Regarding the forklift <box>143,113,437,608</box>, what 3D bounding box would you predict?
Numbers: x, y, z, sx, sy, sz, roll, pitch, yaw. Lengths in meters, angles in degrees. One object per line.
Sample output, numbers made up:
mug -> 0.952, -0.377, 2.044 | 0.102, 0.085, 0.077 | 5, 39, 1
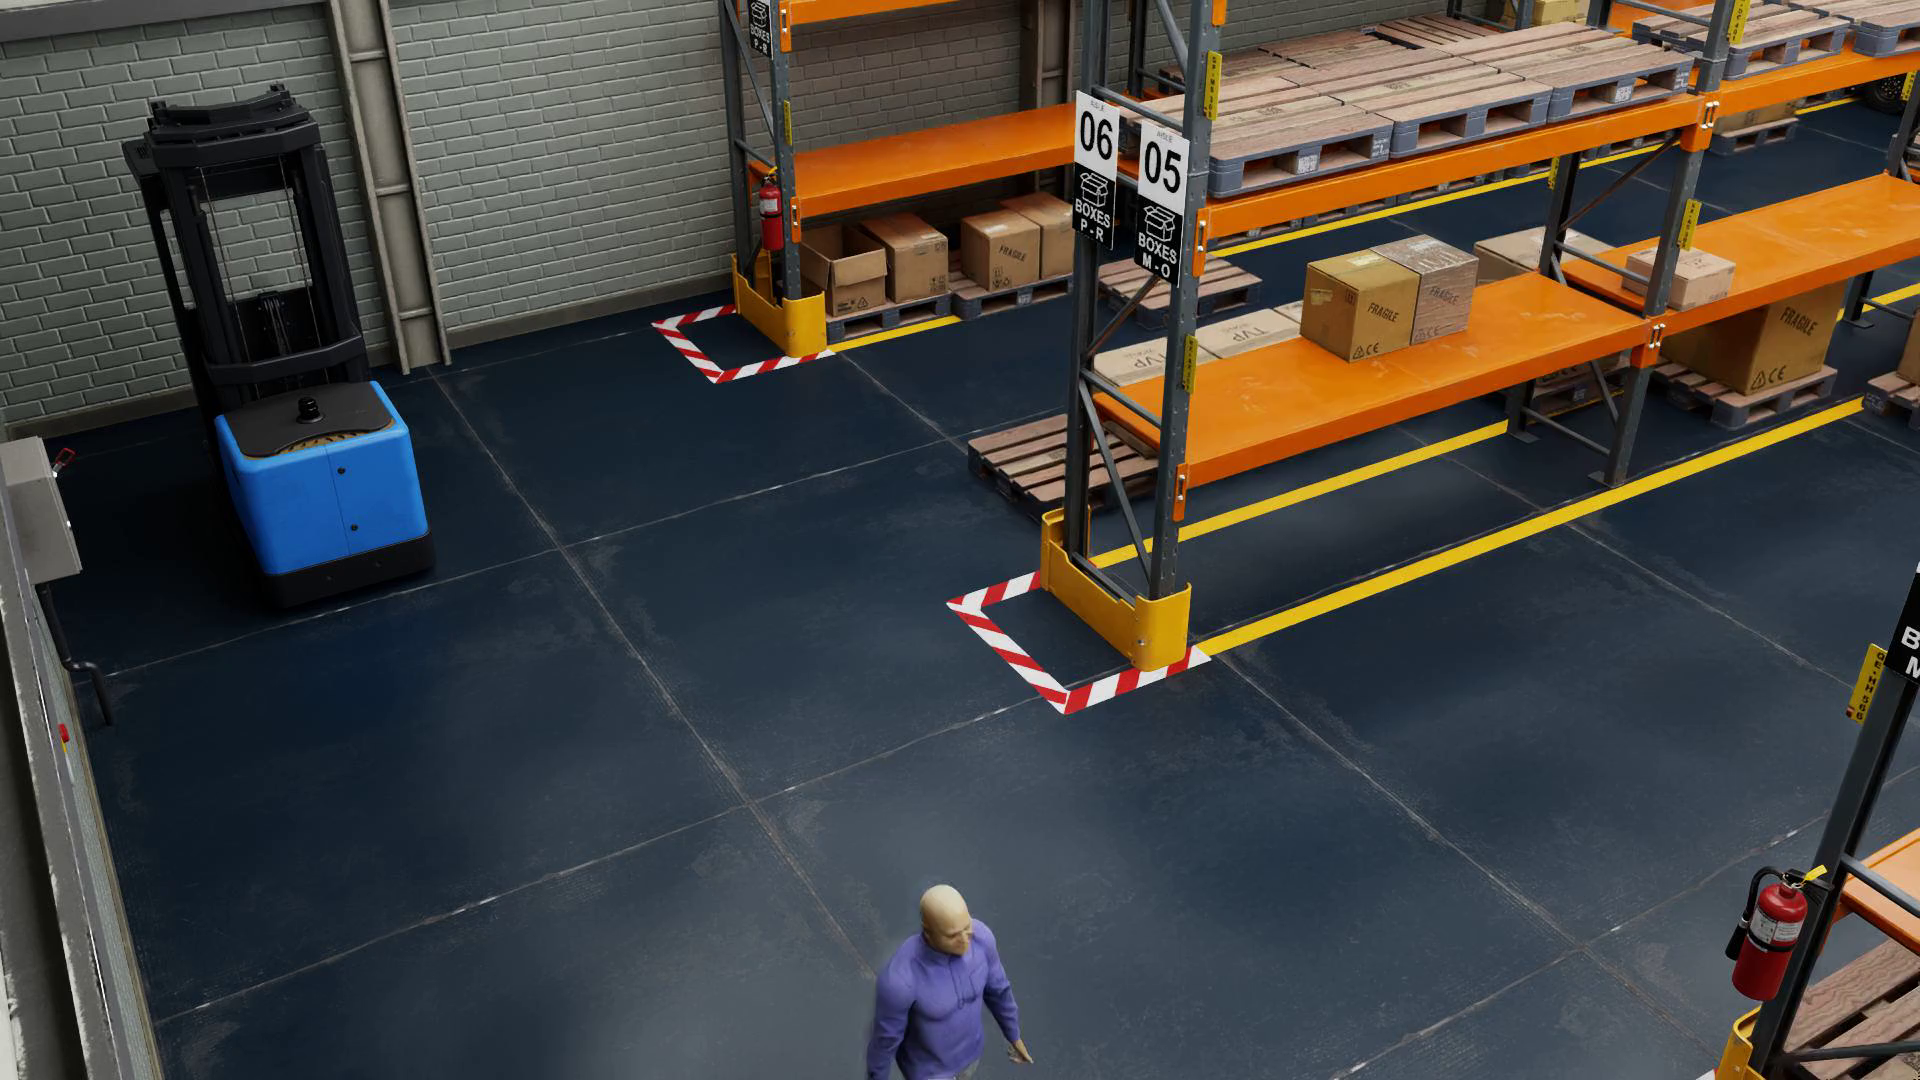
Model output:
forklift -> -4.289, -1.259, 10.509 | 1.129, 2.768, 1.873 | -17, 36, -26

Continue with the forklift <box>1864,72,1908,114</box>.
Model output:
forklift -> 11.468, -5.645, 18.244 | 1.214, 2.155, 2.313 | -17, 36, -26

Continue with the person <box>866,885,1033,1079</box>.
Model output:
person -> -0.056, 1.973, 6.344 | 0.613, 1.750, 0.948 | -26, 40, -35
